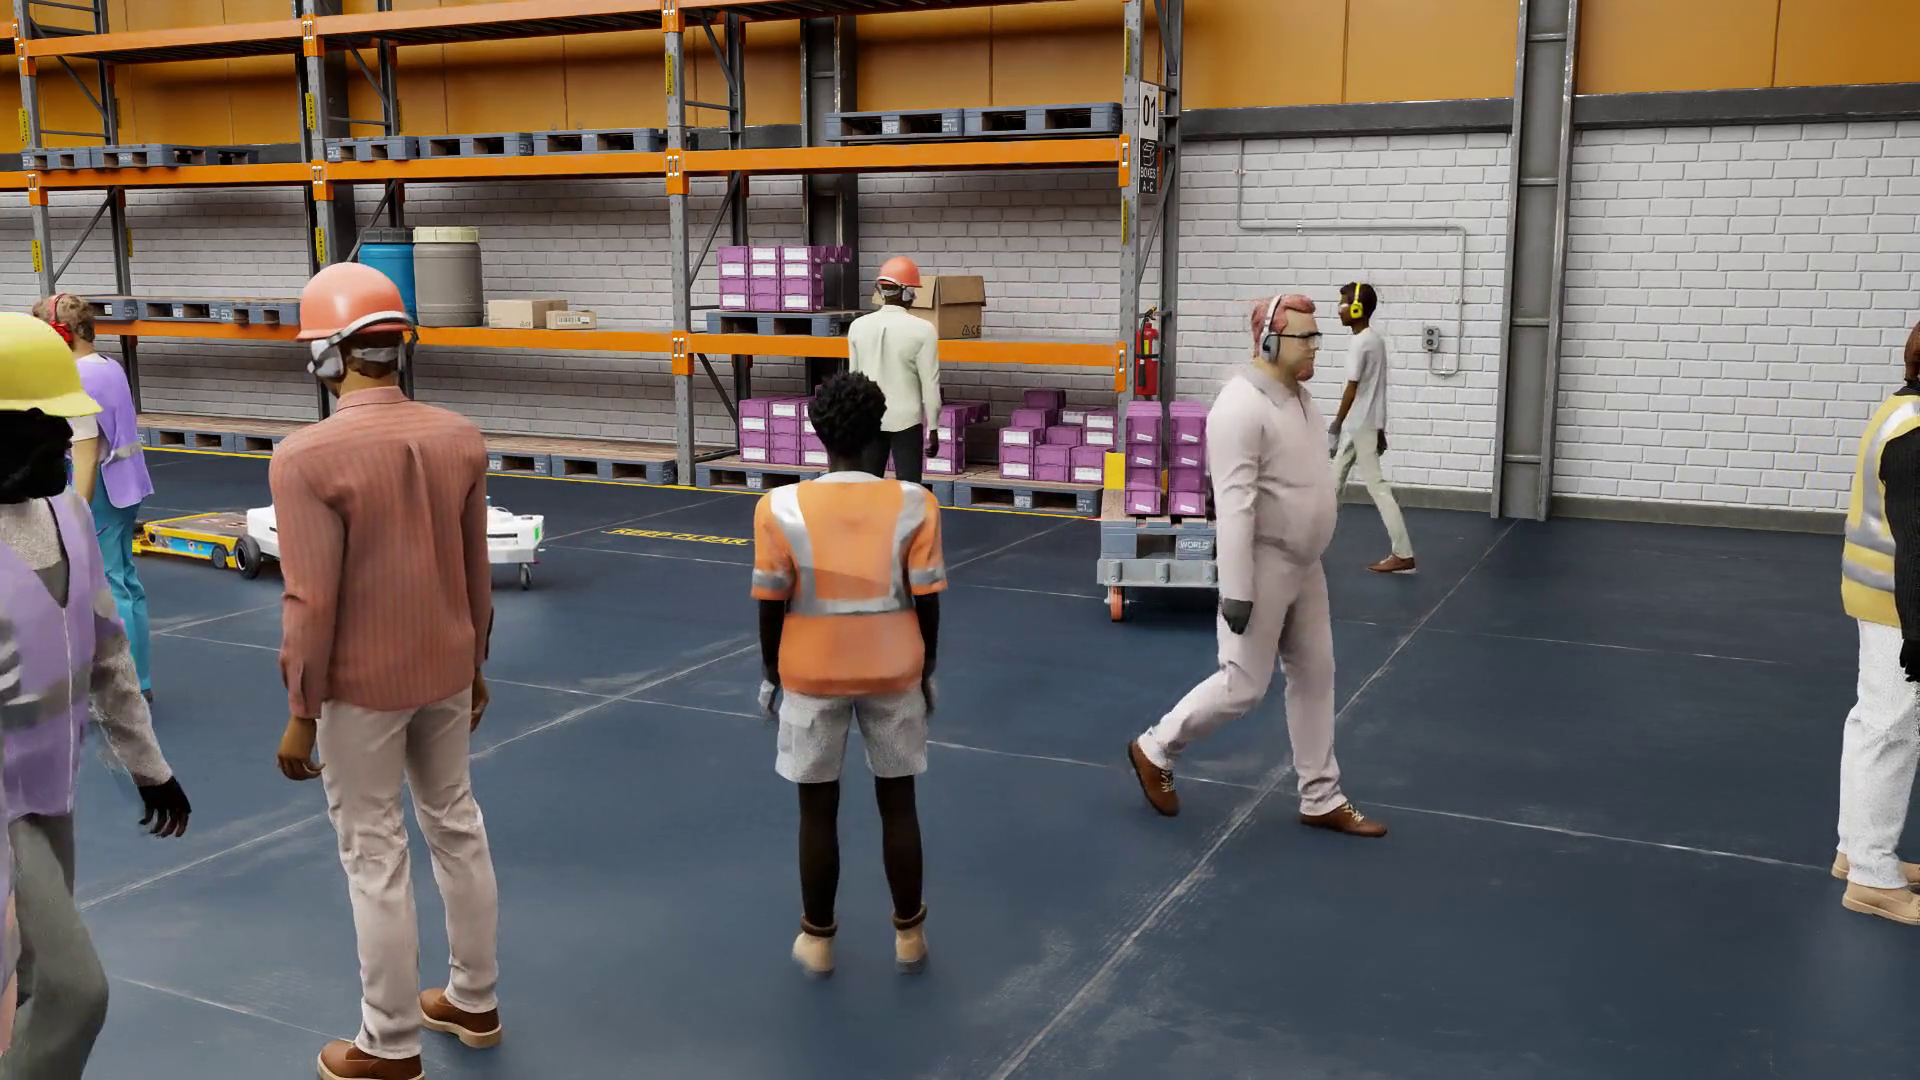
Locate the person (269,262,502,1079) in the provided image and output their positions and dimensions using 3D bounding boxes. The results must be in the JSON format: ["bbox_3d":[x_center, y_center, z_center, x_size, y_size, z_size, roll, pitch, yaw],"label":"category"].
[{"bbox_3d":[-1.393,0.336,4.029,0.400,1.989,0.623,6,11,29],"label":"person"}]

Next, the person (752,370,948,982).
[{"bbox_3d":[-0.301,0.381,4.611,0.540,1.696,0.318,-2,10,-10],"label":"person"}]

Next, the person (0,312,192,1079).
[{"bbox_3d":[-1.844,0.509,3.298,0.554,1.904,0.619,0,10,-2],"label":"person"}]

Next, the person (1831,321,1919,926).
[{"bbox_3d":[2.924,0.228,5.082,0.429,1.840,0.627,5,11,25],"label":"person"}]

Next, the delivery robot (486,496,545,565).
[{"bbox_3d":[-2.838,-0.019,9.904,0.707,0.478,0.477,-2,10,-10],"label":"delivery robot"}]

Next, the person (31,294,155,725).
[{"bbox_3d":[-3.686,-0.129,7.135,0.396,1.837,0.564,-2,10,-11],"label":"person"}]

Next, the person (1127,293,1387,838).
[{"bbox_3d":[1.045,0.089,5.769,0.852,1.881,0.662,7,12,34],"label":"person"}]

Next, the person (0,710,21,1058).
[{"bbox_3d":[-1.528,0.717,2.276,0.633,1.841,0.429,8,13,39],"label":"person"}]

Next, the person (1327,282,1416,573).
[{"bbox_3d":[2.454,-0.701,10.458,0.965,1.815,0.548,4,11,22],"label":"person"}]

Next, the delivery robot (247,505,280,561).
[{"bbox_3d":[-4.067,-0.065,10.167,0.477,0.478,0.707,-9,14,-43],"label":"delivery robot"}]

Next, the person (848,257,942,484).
[{"bbox_3d":[-0.383,-0.713,10.087,0.636,1.981,0.427,5,11,25],"label":"person"}]

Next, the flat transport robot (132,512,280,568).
[{"bbox_3d":[-4.798,-0.013,10.947,1.431,0.197,0.652,6,12,31],"label":"flat transport robot"}]
